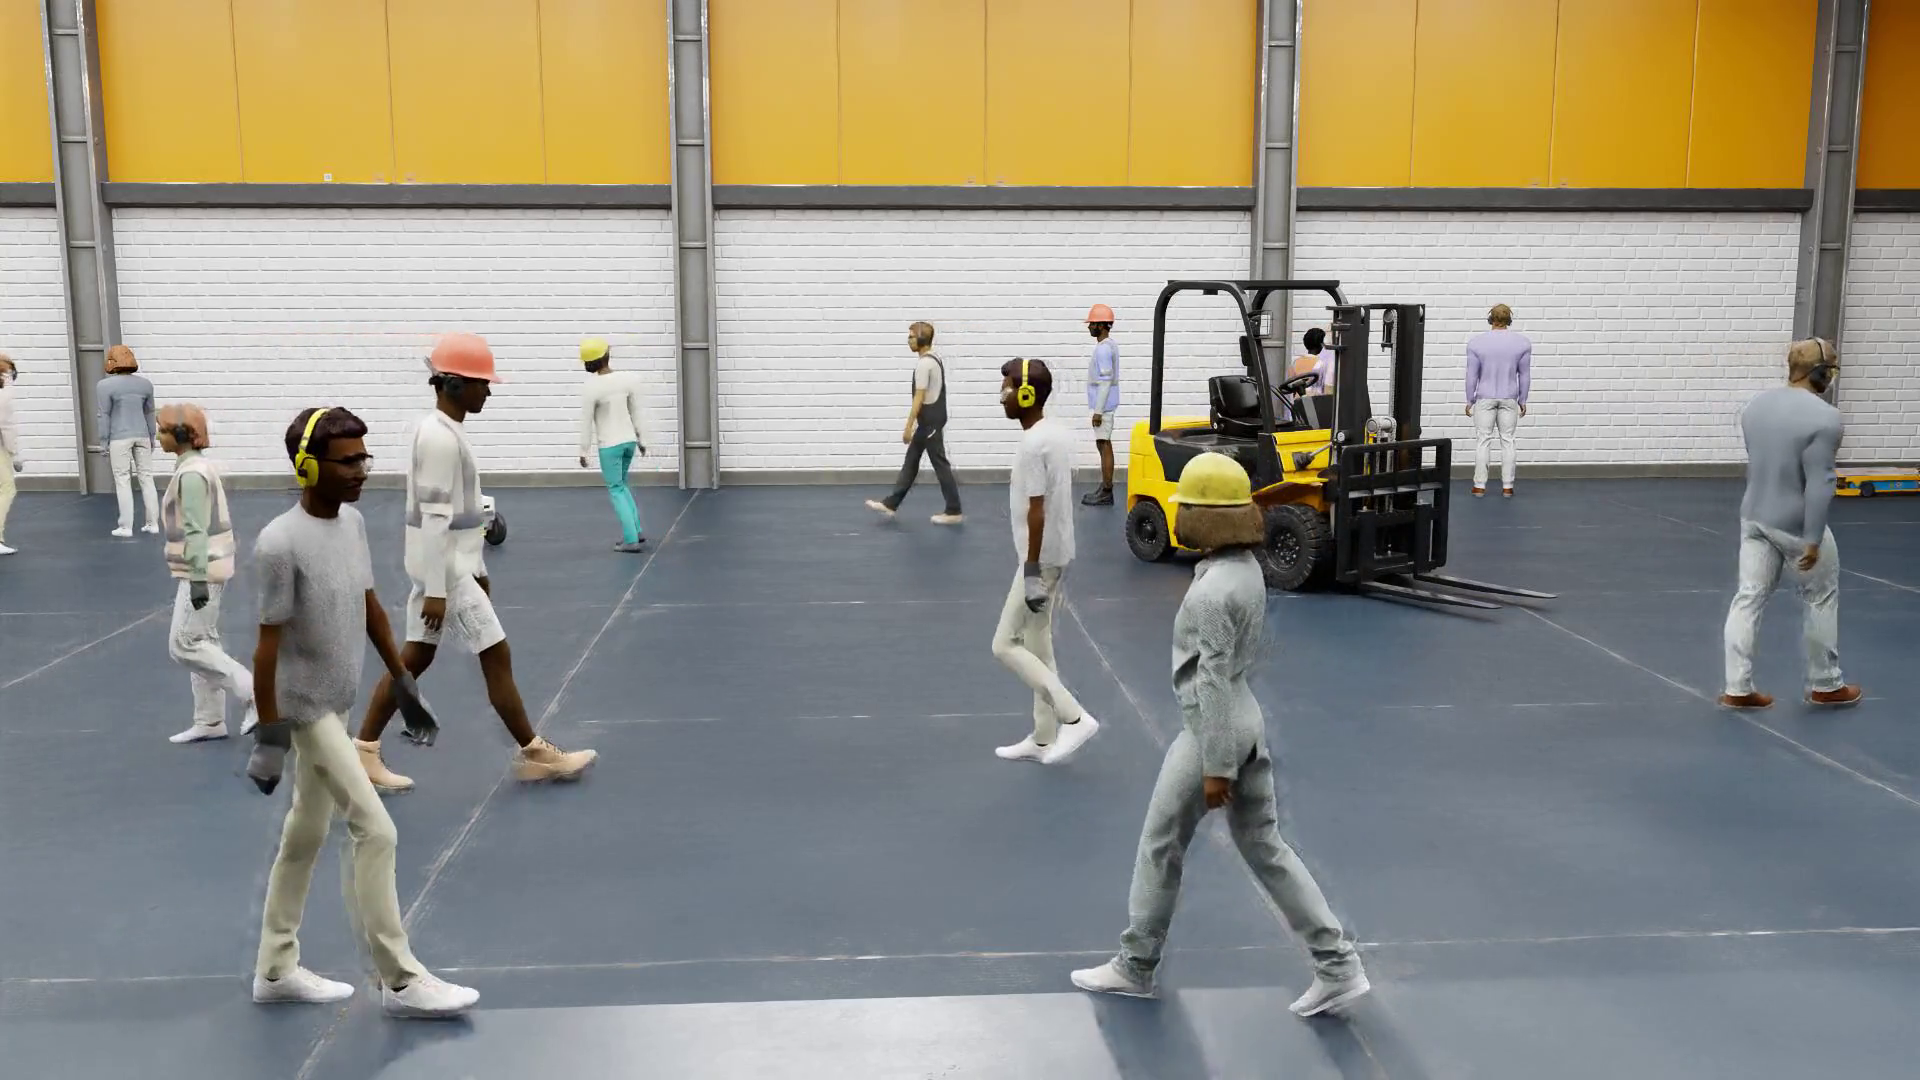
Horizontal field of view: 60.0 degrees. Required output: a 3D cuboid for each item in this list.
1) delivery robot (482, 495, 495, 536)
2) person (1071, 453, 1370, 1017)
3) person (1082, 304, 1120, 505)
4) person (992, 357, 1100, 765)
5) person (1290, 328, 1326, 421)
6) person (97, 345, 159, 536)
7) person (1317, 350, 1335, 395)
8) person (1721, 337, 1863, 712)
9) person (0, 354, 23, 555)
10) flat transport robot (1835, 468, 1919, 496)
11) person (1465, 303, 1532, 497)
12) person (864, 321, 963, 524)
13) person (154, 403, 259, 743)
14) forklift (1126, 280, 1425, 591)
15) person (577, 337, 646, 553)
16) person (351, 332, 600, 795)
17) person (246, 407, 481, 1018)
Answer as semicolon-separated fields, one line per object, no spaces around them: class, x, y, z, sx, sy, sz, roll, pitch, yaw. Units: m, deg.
delivery robot;-4.128;-0.271;13.595;0.707;0.478;0.477;8;12;39
person;0.812;0.584;4.951;0.885;1.701;0.498;4;10;24
person;1.356;-1.299;16.038;0.356;1.939;0.543;1;9;9
person;0.365;0.112;7.451;0.434;1.850;0.517;3;10;18
person;3.544;-1.297;16.809;0.320;1.690;0.529;-5;10;-30
person;-7.078;-0.844;14.163;0.290;1.623;0.493;6;11;31
person;3.408;-1.071;14.966;0.449;1.822;0.606;4;10;24
person;4.268;-0.067;8.425;0.879;1.901;0.629;-3;10;-21
person;-7.691;-0.691;13.296;0.597;1.597;0.323;7;12;39
flat transport robot;9.287;-0.600;16.867;1.431;0.197;0.652;-1;9;-9
person;5.347;-1.386;16.582;0.629;1.940;0.372;1;9;9
person;-0.398;-1.026;14.743;0.937;1.798;0.540;1;9;6
person;-3.532;0.166;7.800;0.416;1.626;0.533;-4;10;-23
forklift;2.301;-0.860;12.475;1.214;2.155;2.313;-6;11;-35
person;-2.763;-0.747;13.202;0.429;1.724;0.569;6;11;32
person;-2.173;0.111;7.083;1.093;1.976;0.616;-3;10;-18
person;-1.779;0.524;4.950;0.855;1.831;0.496;0;9;0
